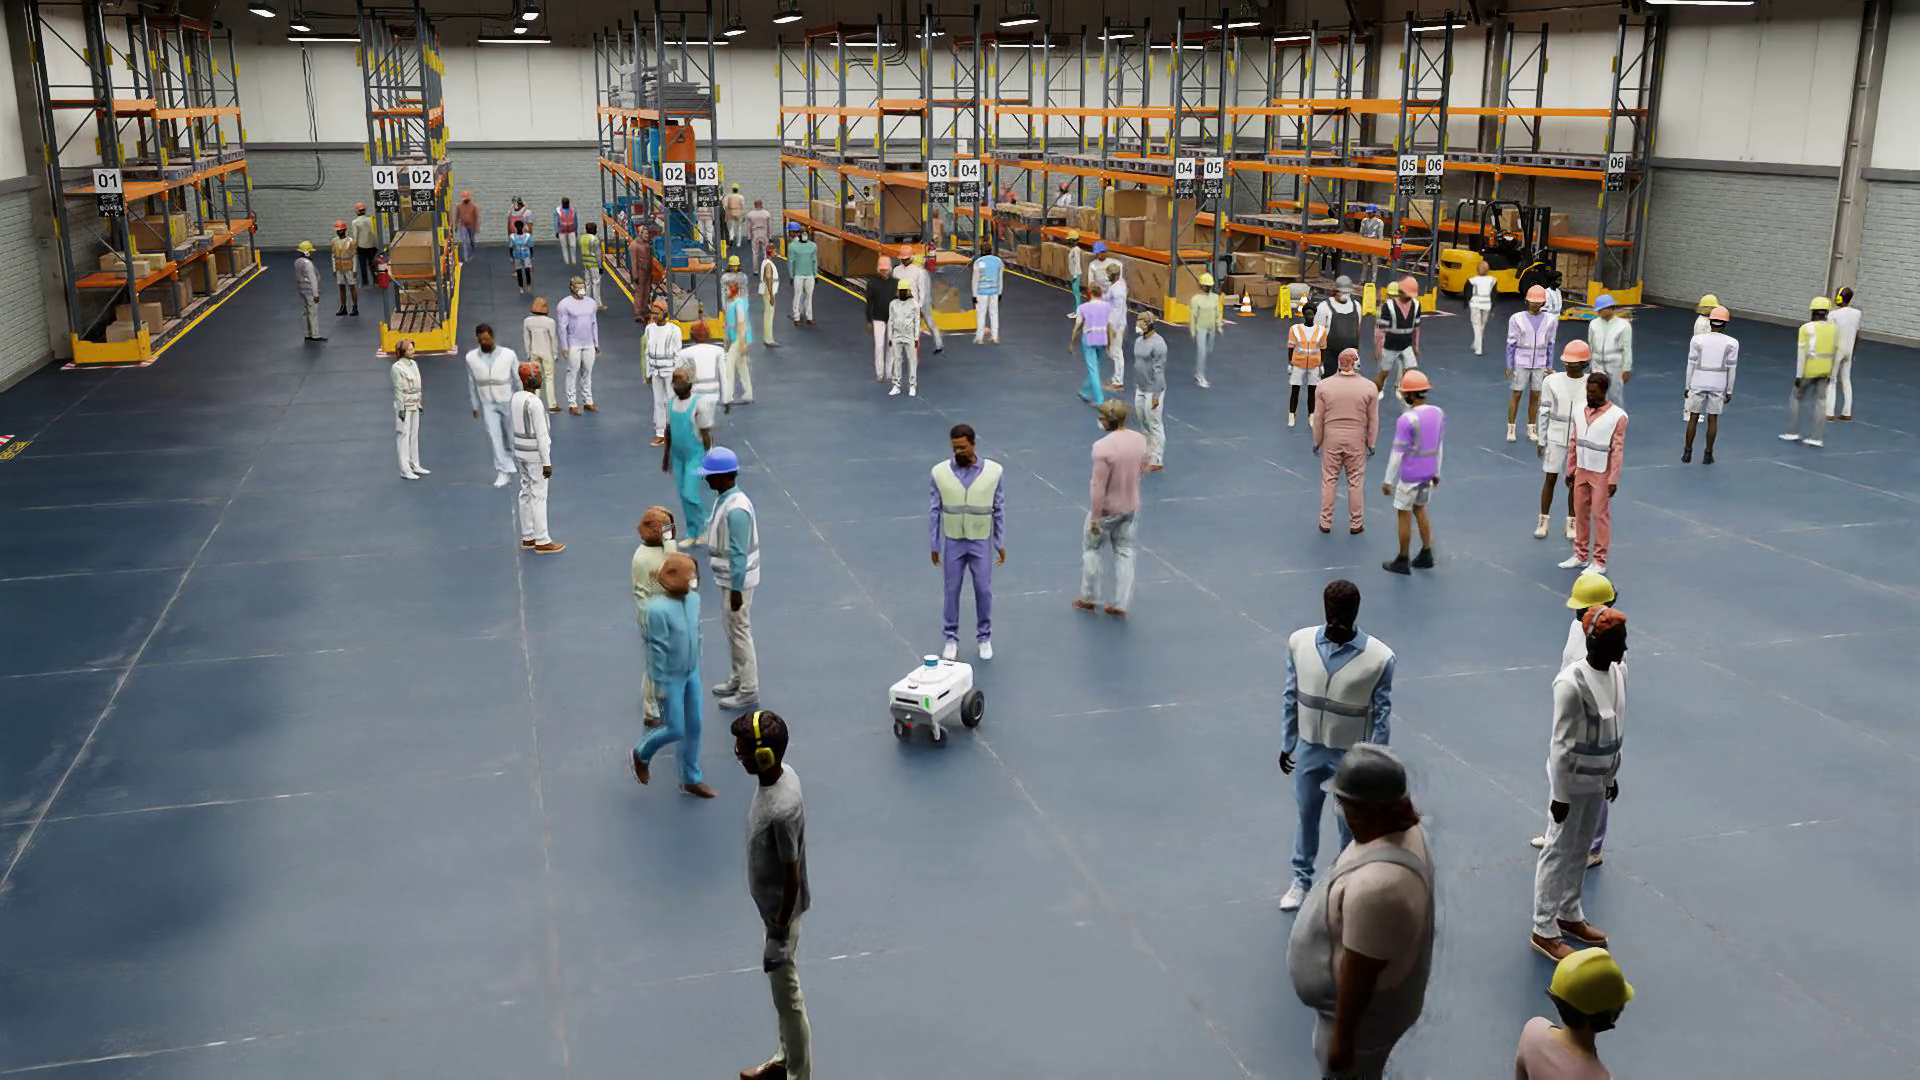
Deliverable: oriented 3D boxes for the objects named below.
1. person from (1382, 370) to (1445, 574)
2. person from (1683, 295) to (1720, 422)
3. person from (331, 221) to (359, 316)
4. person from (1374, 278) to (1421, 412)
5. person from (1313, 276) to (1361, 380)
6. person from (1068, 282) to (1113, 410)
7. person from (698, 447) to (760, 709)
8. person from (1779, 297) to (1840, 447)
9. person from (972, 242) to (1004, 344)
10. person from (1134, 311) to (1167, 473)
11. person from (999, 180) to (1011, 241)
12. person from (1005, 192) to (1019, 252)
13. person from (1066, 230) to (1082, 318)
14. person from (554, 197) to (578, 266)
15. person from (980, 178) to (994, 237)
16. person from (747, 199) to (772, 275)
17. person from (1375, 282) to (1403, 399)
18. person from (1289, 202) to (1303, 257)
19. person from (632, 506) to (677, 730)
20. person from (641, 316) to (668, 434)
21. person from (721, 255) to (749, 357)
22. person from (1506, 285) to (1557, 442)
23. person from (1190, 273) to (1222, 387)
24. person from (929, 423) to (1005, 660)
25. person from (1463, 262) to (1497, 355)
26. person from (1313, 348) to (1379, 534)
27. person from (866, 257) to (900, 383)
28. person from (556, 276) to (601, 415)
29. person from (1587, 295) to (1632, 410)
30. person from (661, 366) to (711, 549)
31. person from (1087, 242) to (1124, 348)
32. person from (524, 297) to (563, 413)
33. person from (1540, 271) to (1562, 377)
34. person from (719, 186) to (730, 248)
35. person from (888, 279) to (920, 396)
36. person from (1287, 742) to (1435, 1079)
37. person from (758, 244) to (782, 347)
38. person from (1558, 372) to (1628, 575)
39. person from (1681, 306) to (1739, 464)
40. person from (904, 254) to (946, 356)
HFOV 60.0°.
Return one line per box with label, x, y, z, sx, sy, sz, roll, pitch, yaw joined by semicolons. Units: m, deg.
person;4.222;-0.623;15.493;0.601;1.925;0.397;-10;18;-32
person;10.248;-2.515;22.970;0.315;1.742;0.492;7;17;26
person;-12.606;-5.562;34.063;0.545;1.938;0.359;2;15;9
person;6.128;-2.669;23.142;0.717;1.948;1.017;-4;15;-15
person;5.213;-2.631;22.839;0.684;2.000;0.535;-4;15;-16
person;1.895;-2.815;24.004;0.569;1.794;0.973;-8;17;-29
person;-1.668;0.269;12.129;0.422;1.935;0.621;-5;16;-17
person;10.954;-2.168;21.378;0.606;1.885;0.749;-2;15;-9
person;0.486;-4.474;30.183;0.631;1.835;0.429;-8;17;-28
person;2.243;-1.760;19.790;0.381;1.932;0.622;-6;16;-22
person;1.417;-10.276;51.904;0.408;1.898;0.657;5;16;17
person;1.522;-9.299;48.526;0.575;1.734;0.597;-7;17;-25
person;2.301;-5.379;33.704;0.327;1.767;0.533;0;15;0
person;-10.412;-8.159;44.077;0.644;1.808;0.833;-6;16;-21
person;0.902;-10.669;53.282;0.551;1.936;0.357;-1;15;-4
person;-5.037;-7.616;41.866;0.639;1.903;0.406;-1;15;-5
person;6.397;-2.957;24.660;0.490;1.731;0.324;2;15;7
person;8.726;-7.862;43.072;0.377;1.755;0.560;-7;16;-25
person;-2.105;0.547;11.684;0.289;1.622;0.508;6;16;20
person;-4.022;-2.233;22.192;0.500;1.596;0.813;4;15;15
person;-3.868;-4.029;28.668;0.490;1.743;0.324;-7;16;-23
person;7.364;-2.267;21.466;0.616;2.040;0.381;1;15;2
person;3.795;-3.262;25.795;0.538;1.783;0.446;-8;17;-29
person;0.055;0.006;13.181;0.607;1.909;0.404;1;15;2
person;9.065;-4.052;29.035;0.534;1.589;0.857;0;15;1
person;3.929;-1.008;16.993;0.648;1.904;0.401;4;15;15
person;-1.144;-3.440;26.062;0.615;1.946;0.995;-2;15;-9
person;-5.354;-2.742;23.449;0.371;1.941;0.627;14;20;42
person;8.542;-2.286;21.885;0.642;1.870;1.020;14;20;42
person;-2.699;-0.801;16.347;0.521;1.830;0.396;11;18;35
person;2.591;-4.347;29.573;0.640;1.893;0.618;7;17;25
person;-5.917;-2.612;23.545;0.501;1.633;0.281;4;15;15
person;9.449;-3.475;26.688;0.319;1.692;0.536;14;20;43
person;-7.088;-9.599;49.459;0.511;1.840;0.339;12;19;39
person;-0.843;-3.035;24.922;0.491;1.746;0.285;4;15;13
person;1.540;1.728;6.435;0.553;2.000;0.702;6;16;22
person;-3.424;-4.392;29.852;0.393;1.837;0.563;-2;15;-8
person;5.939;-0.629;15.565;0.403;1.910;0.598;-8;17;-26
person;9.116;-1.876;20.235;0.547;1.924;0.395;6;16;22
person;-0.659;-4.043;28.679;0.913;1.771;0.610;7;16;25
